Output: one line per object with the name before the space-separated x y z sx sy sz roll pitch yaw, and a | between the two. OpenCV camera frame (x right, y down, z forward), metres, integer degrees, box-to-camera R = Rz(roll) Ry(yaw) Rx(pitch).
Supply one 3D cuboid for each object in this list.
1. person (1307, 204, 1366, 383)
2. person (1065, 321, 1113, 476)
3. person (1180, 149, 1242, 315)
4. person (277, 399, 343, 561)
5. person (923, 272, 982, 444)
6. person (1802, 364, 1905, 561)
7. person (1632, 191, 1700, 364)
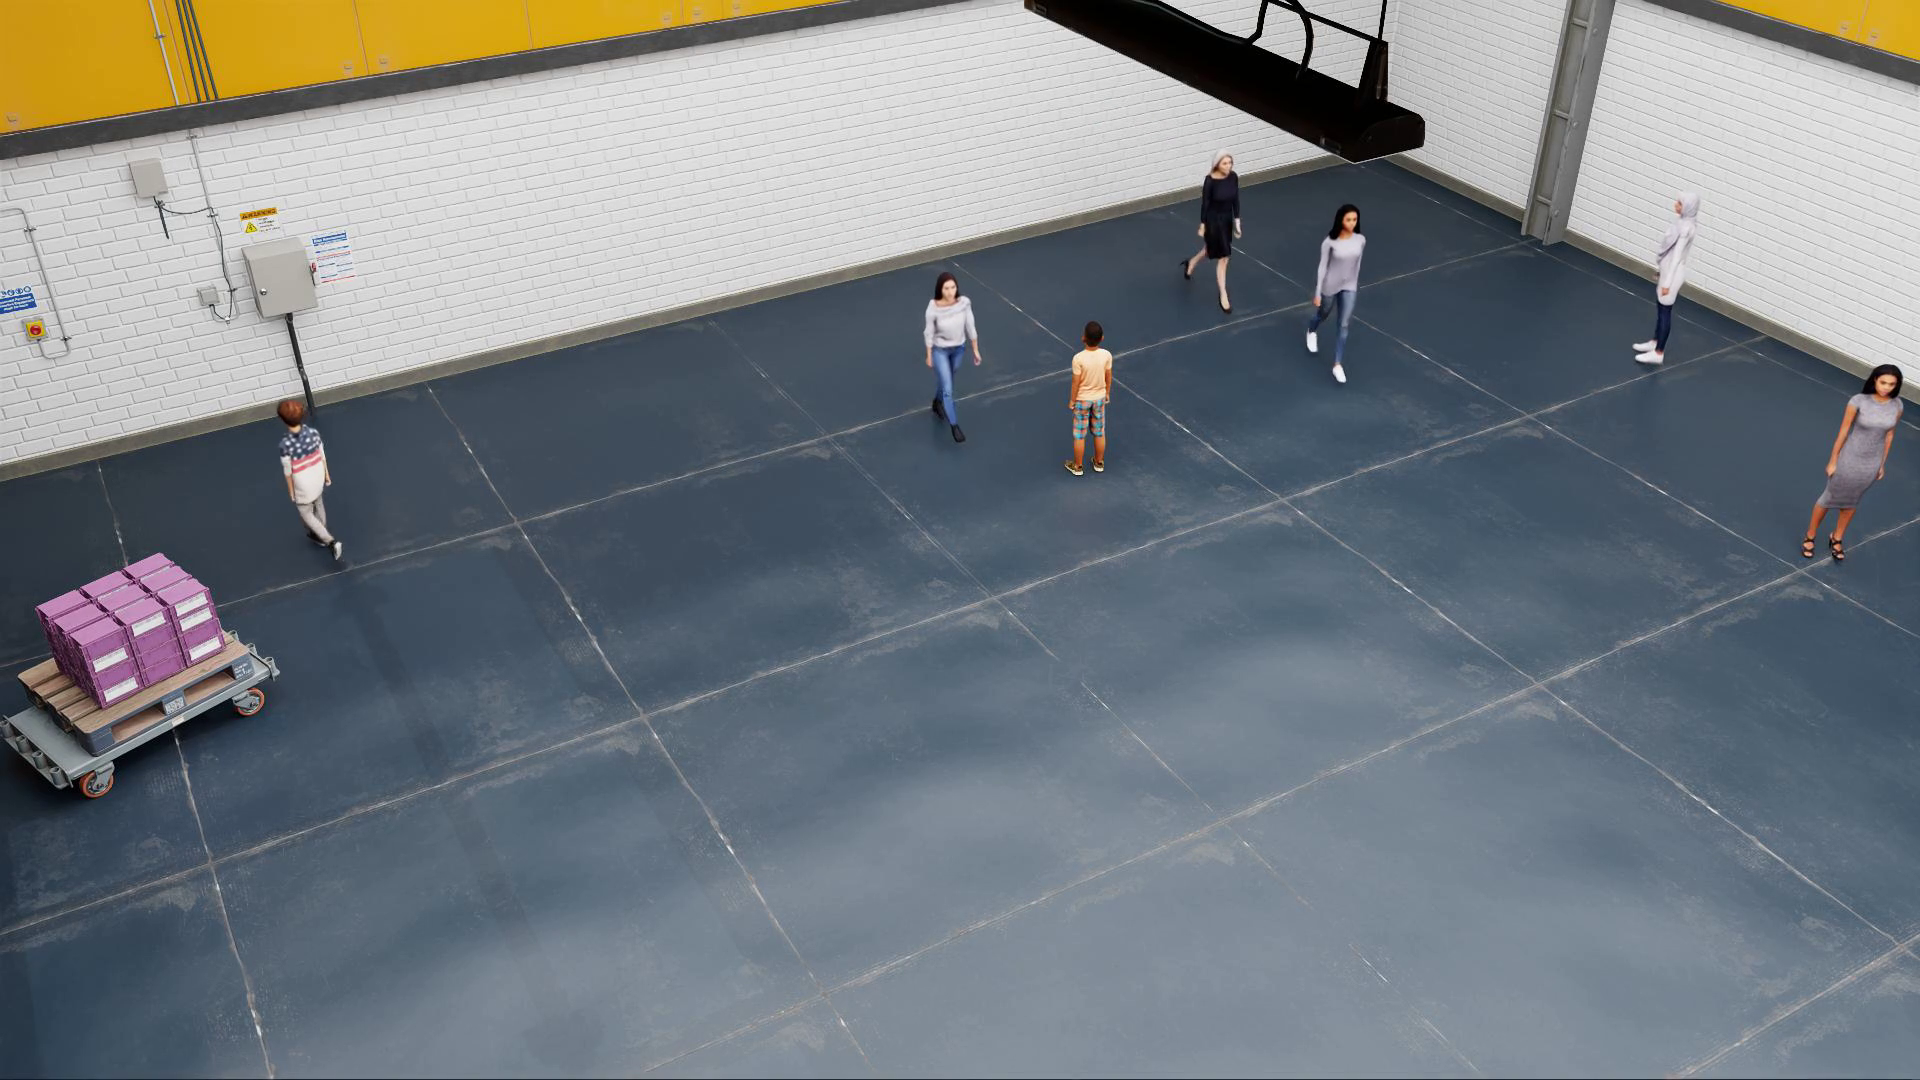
person | 3.656 -2.491 16.310 0.920 1.699 1.236 -4 34 -7
person | 1.146 -1.250 14.658 0.566 1.461 0.546 -10 35 -15
person | 2.669 -3.307 17.530 0.617 1.707 1.149 -20 38 -27
person | -5.285 -0.481 13.535 0.936 1.422 0.717 24 40 31
person | -0.138 -1.736 15.281 0.652 1.581 1.040 -16 37 -22
person | 7.234 -0.624 13.428 0.679 1.780 0.716 4 34 6
person | 7.015 -2.515 16.441 0.729 1.593 0.679 10 35 15
